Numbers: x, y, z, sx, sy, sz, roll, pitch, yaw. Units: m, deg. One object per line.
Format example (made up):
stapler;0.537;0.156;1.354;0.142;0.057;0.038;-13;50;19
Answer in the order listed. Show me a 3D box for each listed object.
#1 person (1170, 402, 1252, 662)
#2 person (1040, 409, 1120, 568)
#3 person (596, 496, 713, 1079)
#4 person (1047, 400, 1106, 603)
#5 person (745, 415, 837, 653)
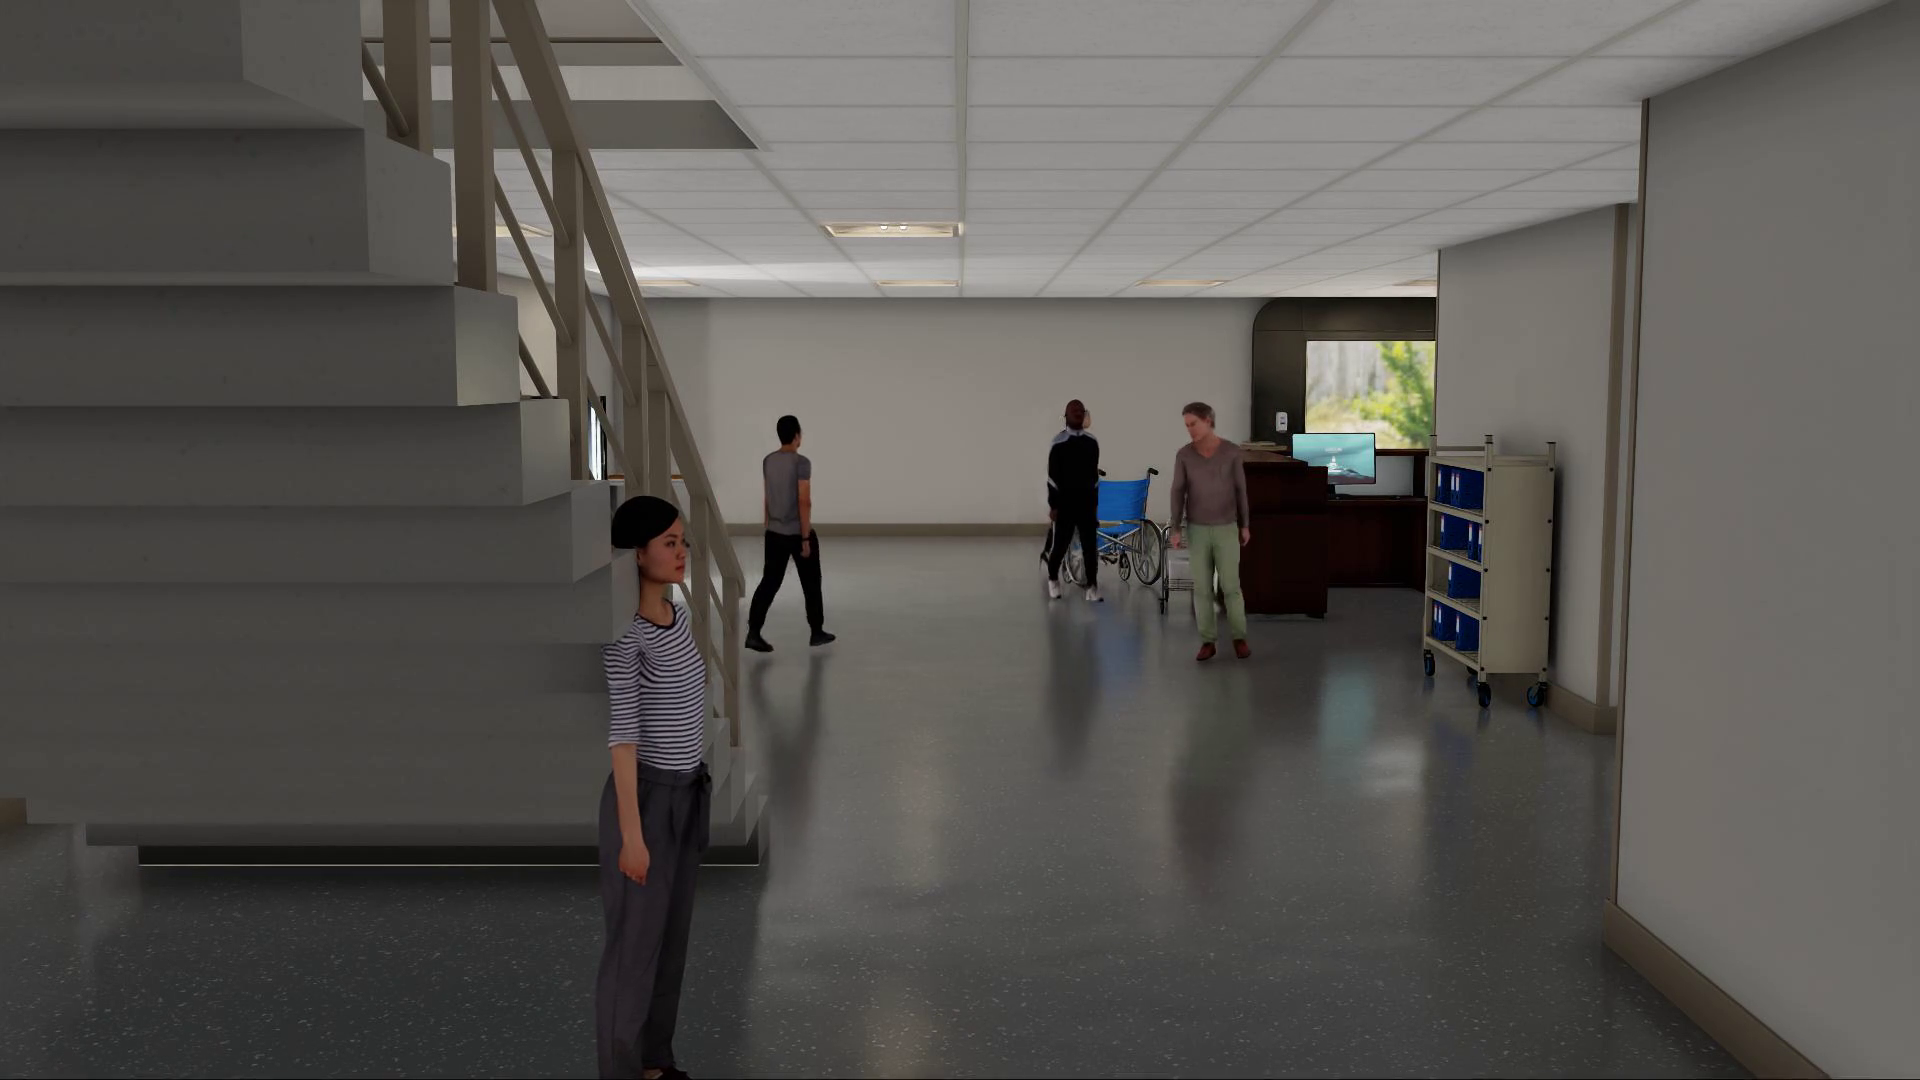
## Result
person;1.813;-0.045;11.806;0.791;1.831;0.746;0;6;0
person;1.092;-0.491;17.126;0.721;1.654;1.031;-1;6;-6
person;-0.852;0.739;4.508;0.693;1.733;0.515;1;6;11
person;0.980;-0.340;14.919;0.947;1.795;1.276;-2;6;-18
person;-1.300;-0.016;12.064;1.019;1.722;1.218;4;7;32
